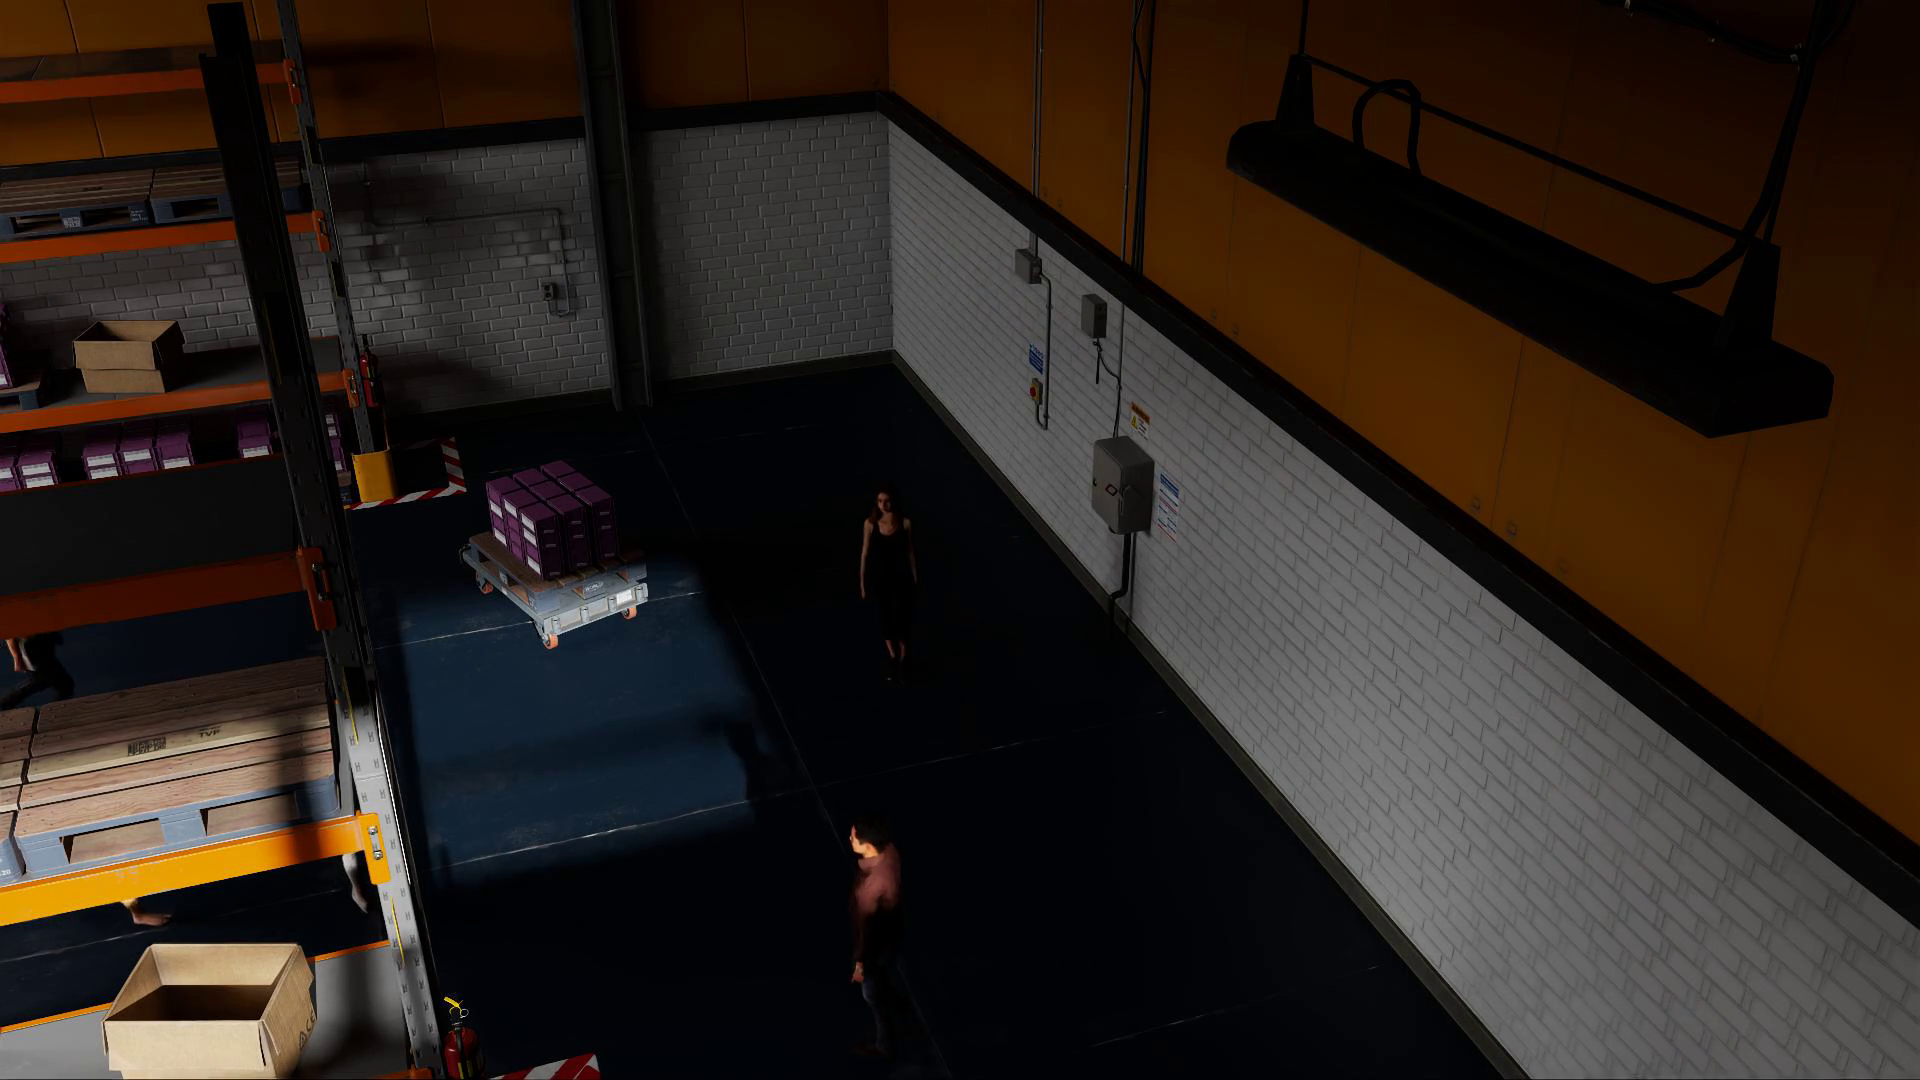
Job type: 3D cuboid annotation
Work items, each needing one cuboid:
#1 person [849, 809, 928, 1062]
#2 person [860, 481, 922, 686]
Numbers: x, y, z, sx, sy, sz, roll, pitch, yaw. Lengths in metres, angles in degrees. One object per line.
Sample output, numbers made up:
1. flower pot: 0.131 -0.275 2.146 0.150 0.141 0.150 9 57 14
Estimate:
1. person: -0.369 2.221 9.216 0.842 1.769 0.802 6 29 10
2. person: -0.495 0.285 12.821 0.709 1.714 0.794 6 29 10
